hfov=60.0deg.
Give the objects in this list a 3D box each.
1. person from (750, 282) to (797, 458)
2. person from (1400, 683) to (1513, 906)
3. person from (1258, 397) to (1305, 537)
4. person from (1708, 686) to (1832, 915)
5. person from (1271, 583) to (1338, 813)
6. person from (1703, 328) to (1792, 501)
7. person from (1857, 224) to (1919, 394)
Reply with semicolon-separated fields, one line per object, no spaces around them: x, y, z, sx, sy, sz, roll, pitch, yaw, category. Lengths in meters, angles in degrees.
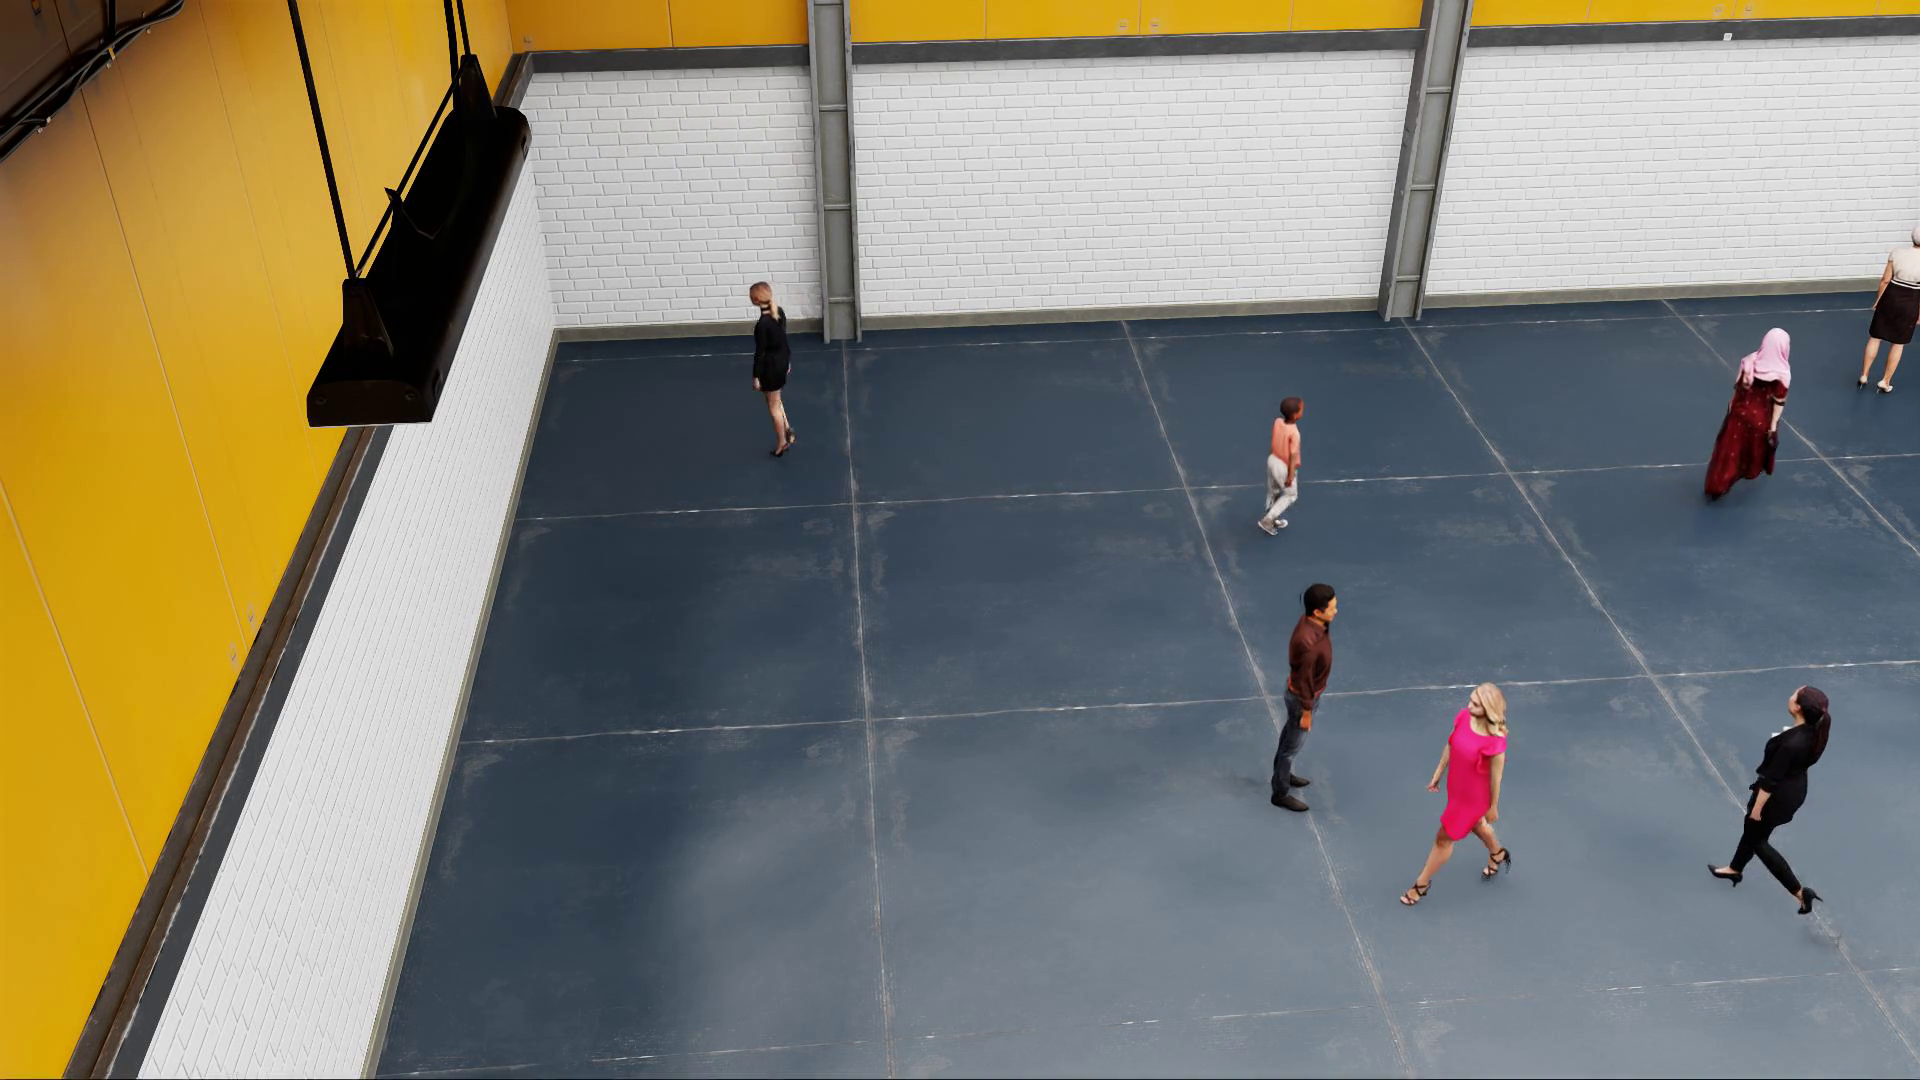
-1.611;-1.500;14.971;0.737;1.756;0.715;13;36;18;person
3.268;1.570;10.419;1.090;1.681;0.732;-9;35;-14;person
2.667;-0.610;14.043;0.659;1.299;0.578;-15;37;-22;person
5.152;1.657;10.331;0.993;1.634;0.978;-24;41;-32;person
2.290;1.030;11.144;0.632;1.778;0.709;8;34;11;person
6.851;-1.070;14.452;1.169;1.614;1.029;-26;41;-33;person
9.078;-2.242;16.087;0.697;1.756;0.740;28;43;36;person
